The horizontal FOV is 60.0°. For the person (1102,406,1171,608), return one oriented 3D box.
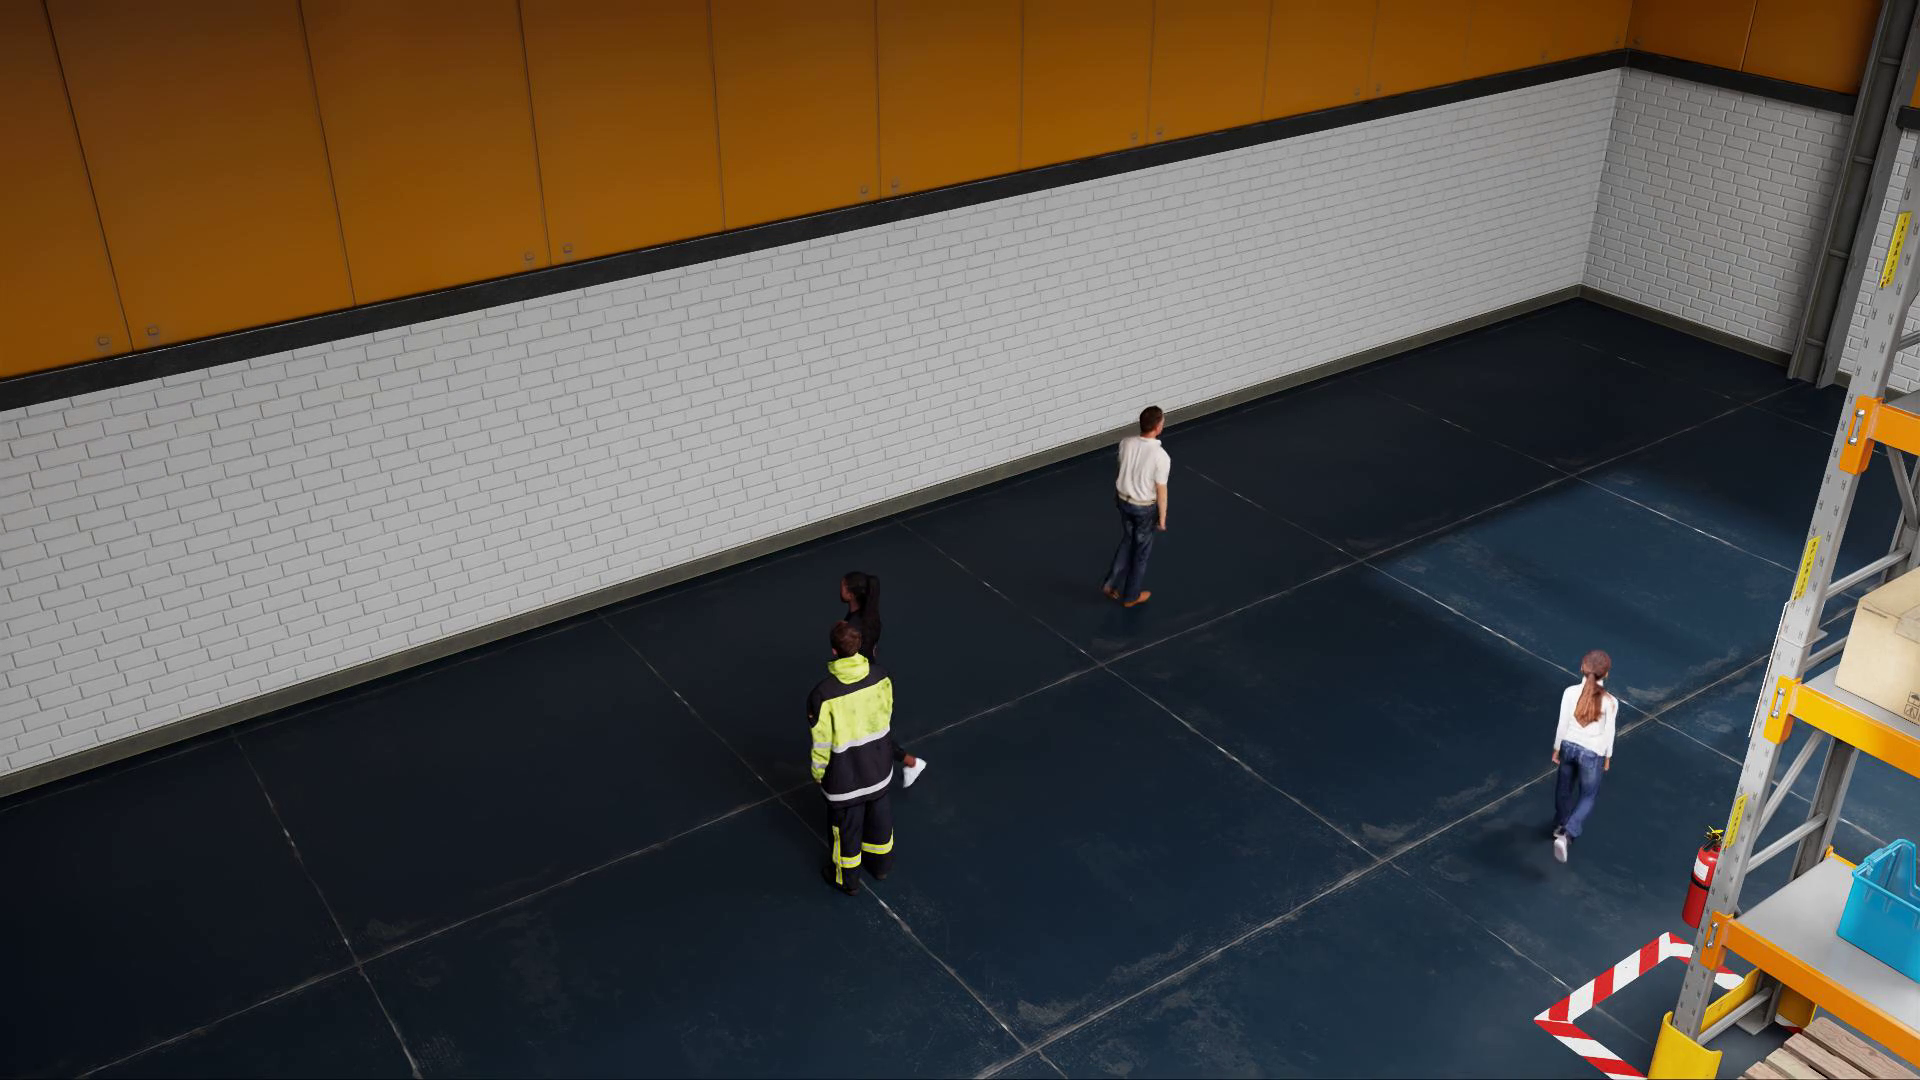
[{"bbox_3d":[1.413,-0.223,13.772,0.748,1.834,0.802,26,38,38],"label":"person"}]

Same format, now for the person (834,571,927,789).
[{"bbox_3d":[-0.648,1.019,11.633,1.150,1.700,1.079,5,29,10],"label":"person"}]

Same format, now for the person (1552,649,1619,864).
[{"bbox_3d":[4.100,1.444,11.017,0.935,1.543,0.803,17,33,28],"label":"person"}]

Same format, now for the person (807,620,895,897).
[{"bbox_3d":[-0.685,1.389,10.663,0.758,1.979,0.616,-19,34,-31],"label":"person"}]
